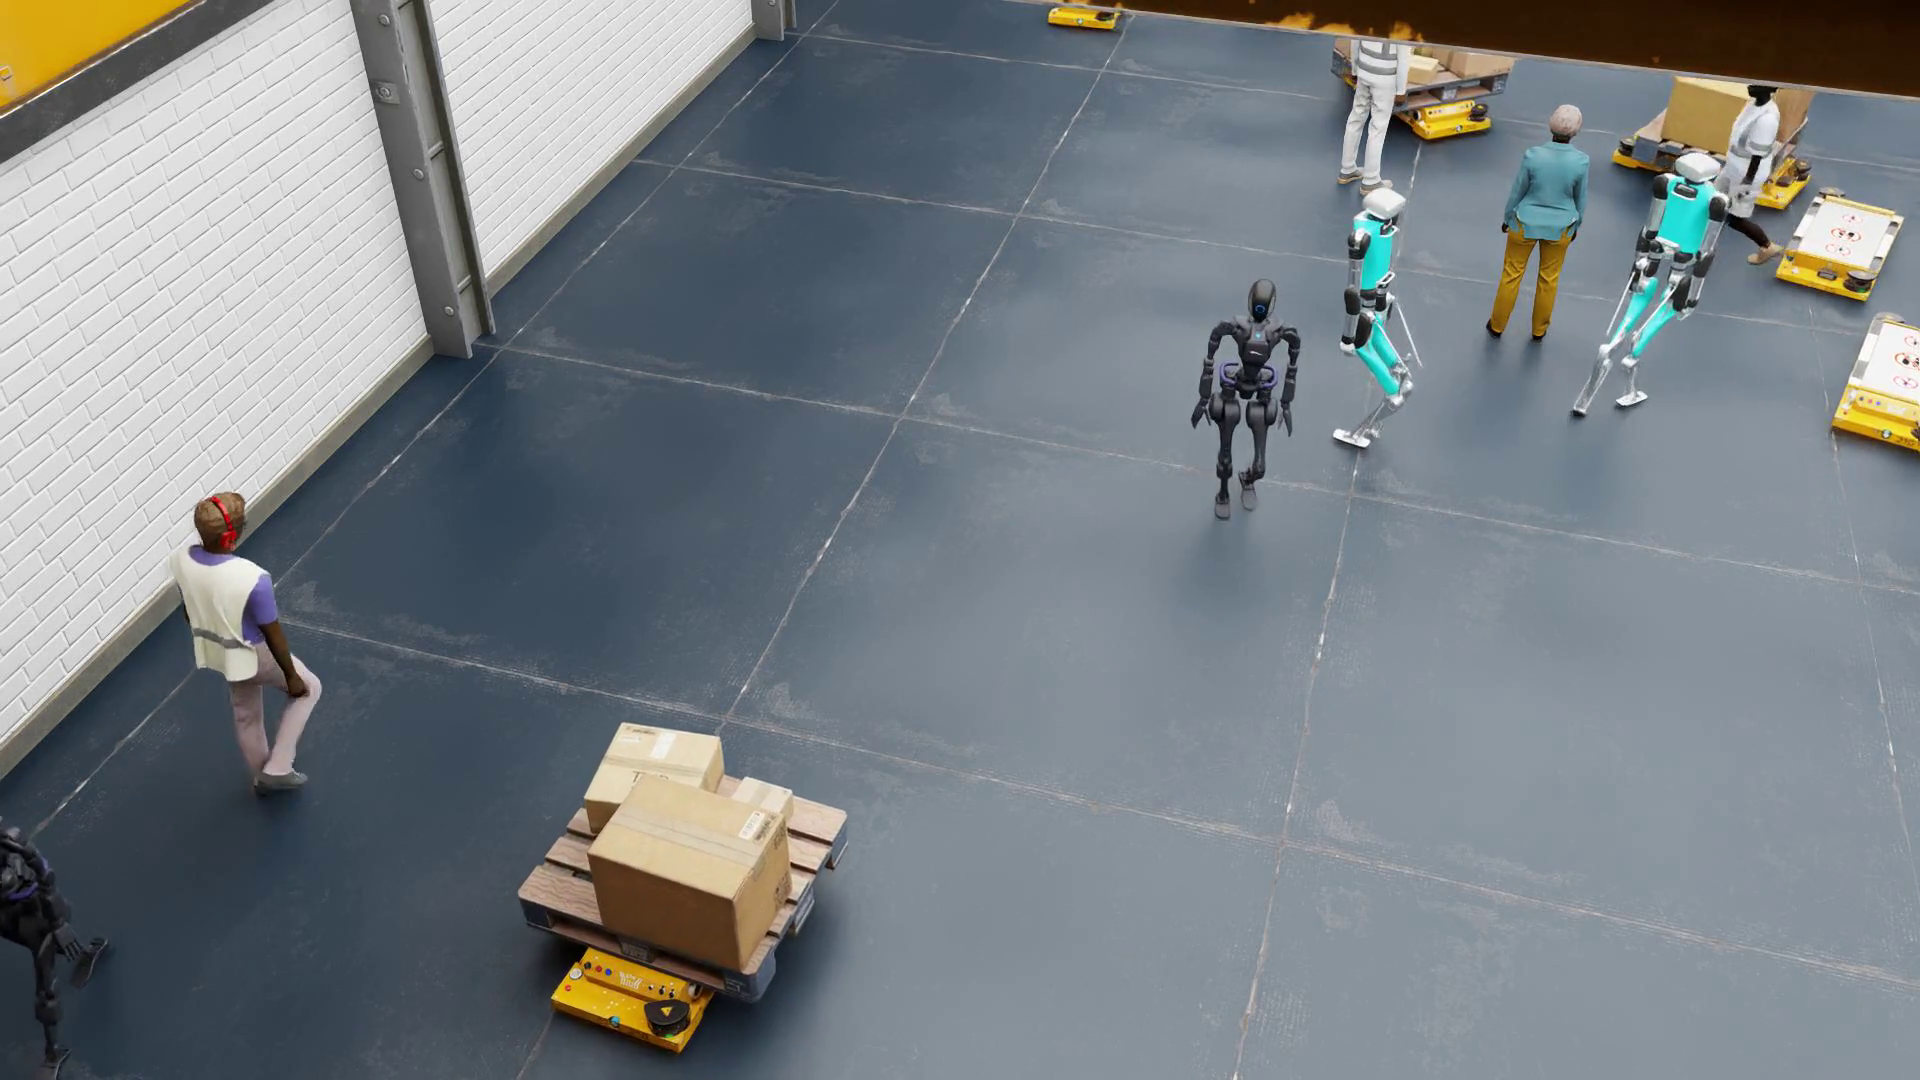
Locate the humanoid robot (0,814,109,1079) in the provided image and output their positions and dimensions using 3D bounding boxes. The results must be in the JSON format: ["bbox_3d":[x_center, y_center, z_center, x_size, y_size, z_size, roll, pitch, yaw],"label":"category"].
[{"bbox_3d":[-4.011,1.535,7.010,0.591,1.620,0.793,5,39,6],"label":"humanoid robot"}]

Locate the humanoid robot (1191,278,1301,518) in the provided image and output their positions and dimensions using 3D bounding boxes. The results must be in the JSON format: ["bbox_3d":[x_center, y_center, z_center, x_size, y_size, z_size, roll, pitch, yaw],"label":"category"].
[{"bbox_3d":[1.700,-0.850,9.935,0.608,1.642,0.365,3,39,4],"label":"humanoid robot"}]

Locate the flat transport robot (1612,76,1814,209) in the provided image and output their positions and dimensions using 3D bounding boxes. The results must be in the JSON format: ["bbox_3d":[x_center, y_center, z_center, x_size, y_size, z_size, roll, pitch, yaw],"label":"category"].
[{"bbox_3d":[6.298,-3.163,13.939,1.431,0.231,0.659,27,46,29],"label":"flat transport robot"}]

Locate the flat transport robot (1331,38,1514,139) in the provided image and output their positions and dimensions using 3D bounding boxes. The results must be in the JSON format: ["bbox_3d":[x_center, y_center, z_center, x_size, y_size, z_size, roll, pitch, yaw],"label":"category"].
[{"bbox_3d":[4.099,-4.027,15.014,0.659,0.231,1.431,-14,41,-16],"label":"flat transport robot"}]

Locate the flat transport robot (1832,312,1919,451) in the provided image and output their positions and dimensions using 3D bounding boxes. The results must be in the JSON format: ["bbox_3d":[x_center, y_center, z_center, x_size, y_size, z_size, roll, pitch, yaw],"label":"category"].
[{"bbox_3d":[6.458,-1.090,11.360,0.659,0.231,1.431,22,44,25],"label":"flat transport robot"}]

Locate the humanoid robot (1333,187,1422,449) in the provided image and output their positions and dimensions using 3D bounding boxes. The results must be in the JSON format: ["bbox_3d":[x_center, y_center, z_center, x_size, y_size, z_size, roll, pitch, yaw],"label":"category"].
[{"bbox_3d":[2.703,-1.313,10.472,0.676,1.805,0.535,23,44,26],"label":"humanoid robot"}]

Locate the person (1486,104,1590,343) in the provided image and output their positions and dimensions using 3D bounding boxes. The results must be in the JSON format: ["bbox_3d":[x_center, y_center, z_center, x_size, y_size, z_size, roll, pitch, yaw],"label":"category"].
[{"bbox_3d":[4.027,-2.176,11.526,0.524,1.755,0.341,8,40,10],"label":"person"}]

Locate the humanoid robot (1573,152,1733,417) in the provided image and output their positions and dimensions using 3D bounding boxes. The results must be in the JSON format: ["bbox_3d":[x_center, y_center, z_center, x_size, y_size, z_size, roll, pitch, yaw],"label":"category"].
[{"bbox_3d":[4.420,-1.548,10.843,0.812,1.882,0.559,-22,44,-25],"label":"humanoid robot"}]

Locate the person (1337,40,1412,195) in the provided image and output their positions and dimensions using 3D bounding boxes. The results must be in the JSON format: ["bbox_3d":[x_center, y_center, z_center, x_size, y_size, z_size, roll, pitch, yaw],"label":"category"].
[{"bbox_3d":[3.350,-3.697,13.316,0.337,1.881,0.583,-22,44,-25],"label":"person"}]

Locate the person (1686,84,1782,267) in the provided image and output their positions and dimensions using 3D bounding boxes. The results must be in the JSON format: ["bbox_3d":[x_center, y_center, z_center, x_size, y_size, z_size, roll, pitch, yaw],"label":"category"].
[{"bbox_3d":[5.868,-2.719,12.261,0.649,1.668,0.538,3,39,4],"label":"person"}]

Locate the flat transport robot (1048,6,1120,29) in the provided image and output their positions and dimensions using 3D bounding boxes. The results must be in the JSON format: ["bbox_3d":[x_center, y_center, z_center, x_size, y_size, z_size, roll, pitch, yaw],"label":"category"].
[{"bbox_3d":[1.378,-5.573,16.936,0.659,0.231,1.431,10,40,12],"label":"flat transport robot"}]

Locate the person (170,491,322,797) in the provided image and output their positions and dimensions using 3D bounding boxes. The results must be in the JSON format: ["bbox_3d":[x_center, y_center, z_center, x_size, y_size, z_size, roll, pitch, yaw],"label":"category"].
[{"bbox_3d":[-3.458,0.543,8.085,0.684,1.820,0.465,15,41,18],"label":"person"}]

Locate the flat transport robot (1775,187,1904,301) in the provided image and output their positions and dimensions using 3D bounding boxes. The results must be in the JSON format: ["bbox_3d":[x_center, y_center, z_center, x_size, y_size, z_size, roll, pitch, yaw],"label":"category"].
[{"bbox_3d":[6.828,-2.302,12.867,0.659,0.231,1.431,23,44,25],"label":"flat transport robot"}]

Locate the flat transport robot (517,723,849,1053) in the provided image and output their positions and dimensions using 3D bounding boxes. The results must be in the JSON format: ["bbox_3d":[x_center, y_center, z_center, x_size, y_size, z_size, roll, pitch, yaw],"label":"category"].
[{"bbox_3d":[-1.275,1.710,7.878,0.659,0.231,1.431,14,41,17],"label":"flat transport robot"}]
